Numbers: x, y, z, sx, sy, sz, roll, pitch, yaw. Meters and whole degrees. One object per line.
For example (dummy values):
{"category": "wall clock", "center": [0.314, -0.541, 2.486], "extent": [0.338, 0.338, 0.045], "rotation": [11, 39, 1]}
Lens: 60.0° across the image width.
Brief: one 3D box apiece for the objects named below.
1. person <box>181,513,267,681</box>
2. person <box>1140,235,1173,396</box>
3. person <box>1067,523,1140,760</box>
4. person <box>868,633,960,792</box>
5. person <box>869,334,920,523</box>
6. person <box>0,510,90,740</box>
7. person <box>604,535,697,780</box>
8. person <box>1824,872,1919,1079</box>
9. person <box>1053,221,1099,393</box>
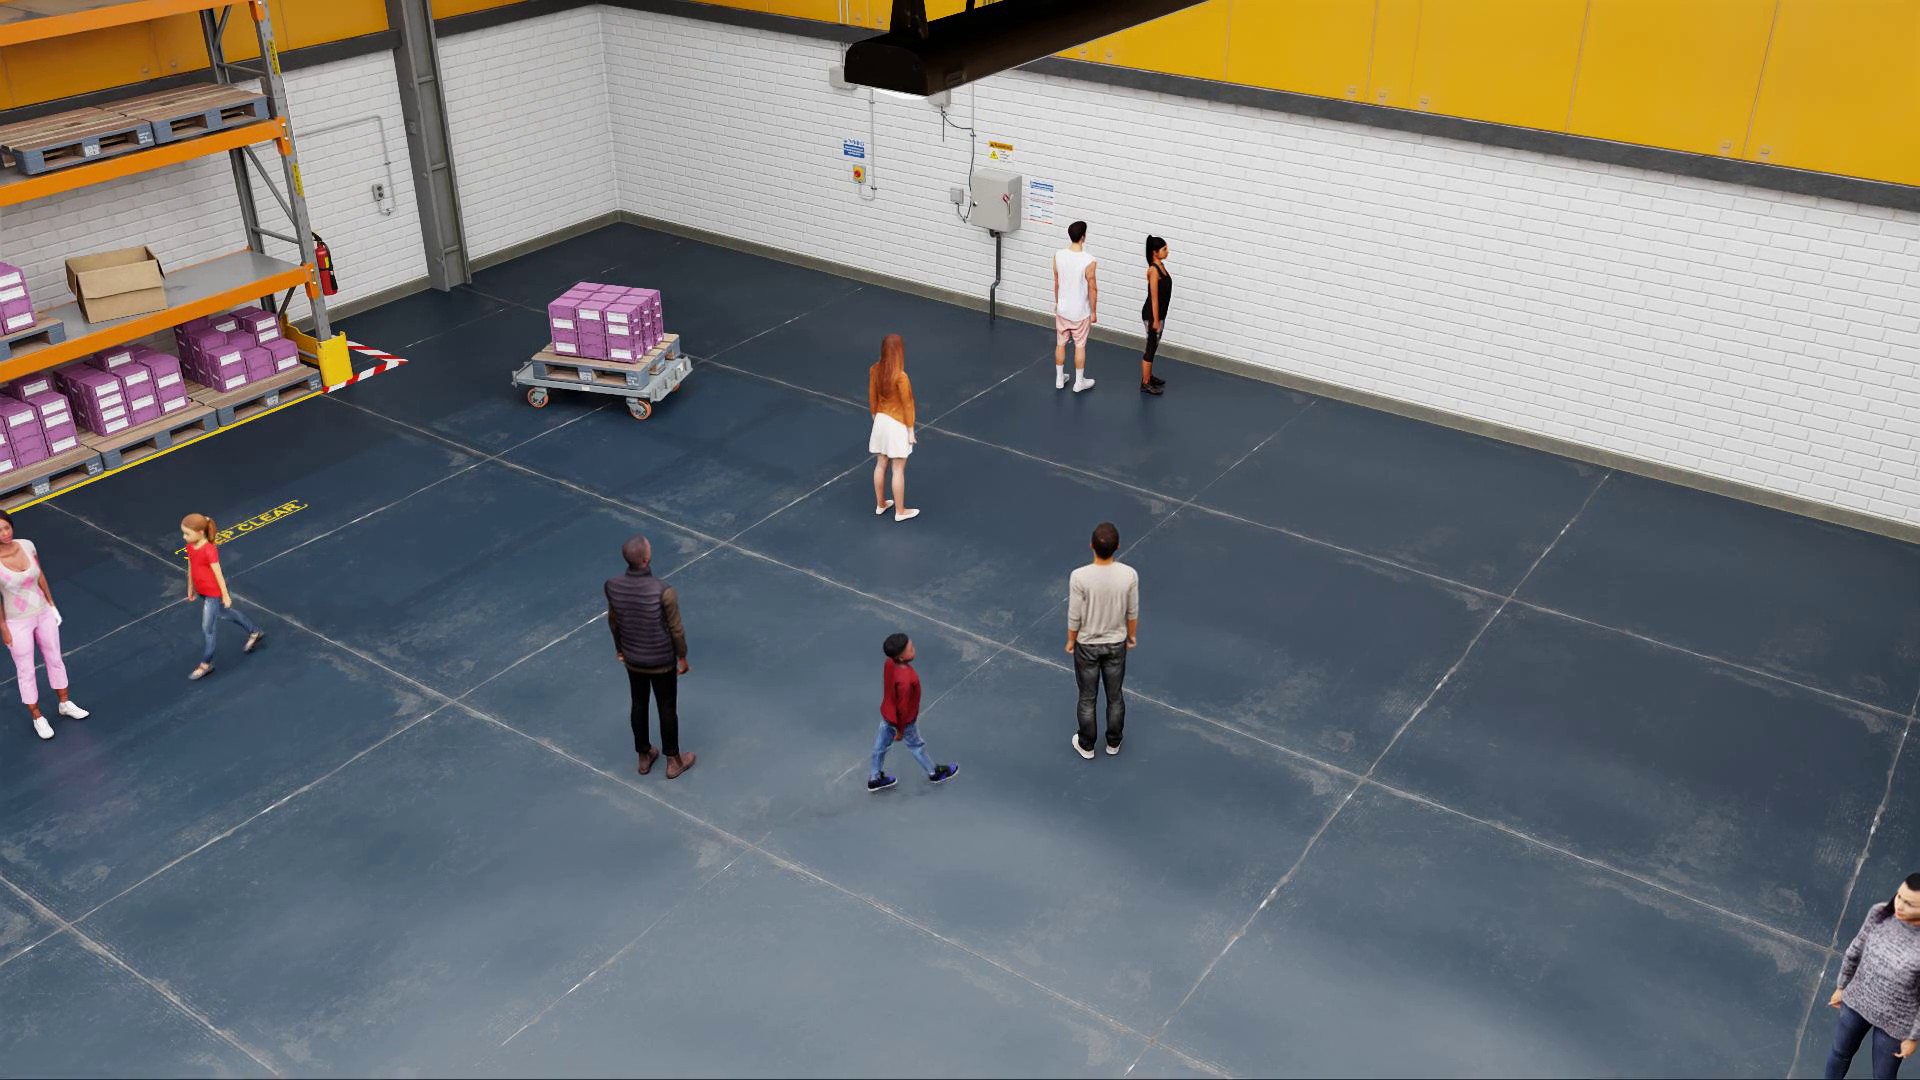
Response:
{"category": "person", "center": [-5.607, 0.366, 12.596], "extent": [0.514, 1.285, 0.903], "rotation": [20, 34, 32]}
{"category": "person", "center": [2.008, -2.341, 17.168], "extent": [0.708, 1.659, 0.575], "rotation": [6, 29, 10]}
{"category": "person", "center": [0.977, 0.697, 11.439], "extent": [0.719, 1.812, 0.770], "rotation": [-4, 29, -7]}
{"category": "person", "center": [-0.470, 1.185, 11.158], "extent": [0.916, 1.225, 0.755], "rotation": [-13, 31, -22]}
{"category": "person", "center": [-0.605, -0.994, 14.633], "extent": [0.626, 1.722, 0.567], "rotation": [21, 35, 33]}
{"category": "person", "center": [-6.594, 0.565, 11.755], "extent": [0.649, 1.742, 0.471], "rotation": [15, 32, 26]}
{"category": "person", "center": [-2.105, 0.789, 11.247], "extent": [0.756, 1.835, 0.678], "rotation": [9, 30, 17]}
{"category": "person", "center": [4.683, 2.379, 8.440], "extent": [0.682, 1.731, 0.694], "rotation": [-14, 32, -24]}
{"category": "person", "center": [1.165, -2.408, 17.160], "extent": [0.651, 1.786, 0.559], "rotation": [16, 33, 27]}
